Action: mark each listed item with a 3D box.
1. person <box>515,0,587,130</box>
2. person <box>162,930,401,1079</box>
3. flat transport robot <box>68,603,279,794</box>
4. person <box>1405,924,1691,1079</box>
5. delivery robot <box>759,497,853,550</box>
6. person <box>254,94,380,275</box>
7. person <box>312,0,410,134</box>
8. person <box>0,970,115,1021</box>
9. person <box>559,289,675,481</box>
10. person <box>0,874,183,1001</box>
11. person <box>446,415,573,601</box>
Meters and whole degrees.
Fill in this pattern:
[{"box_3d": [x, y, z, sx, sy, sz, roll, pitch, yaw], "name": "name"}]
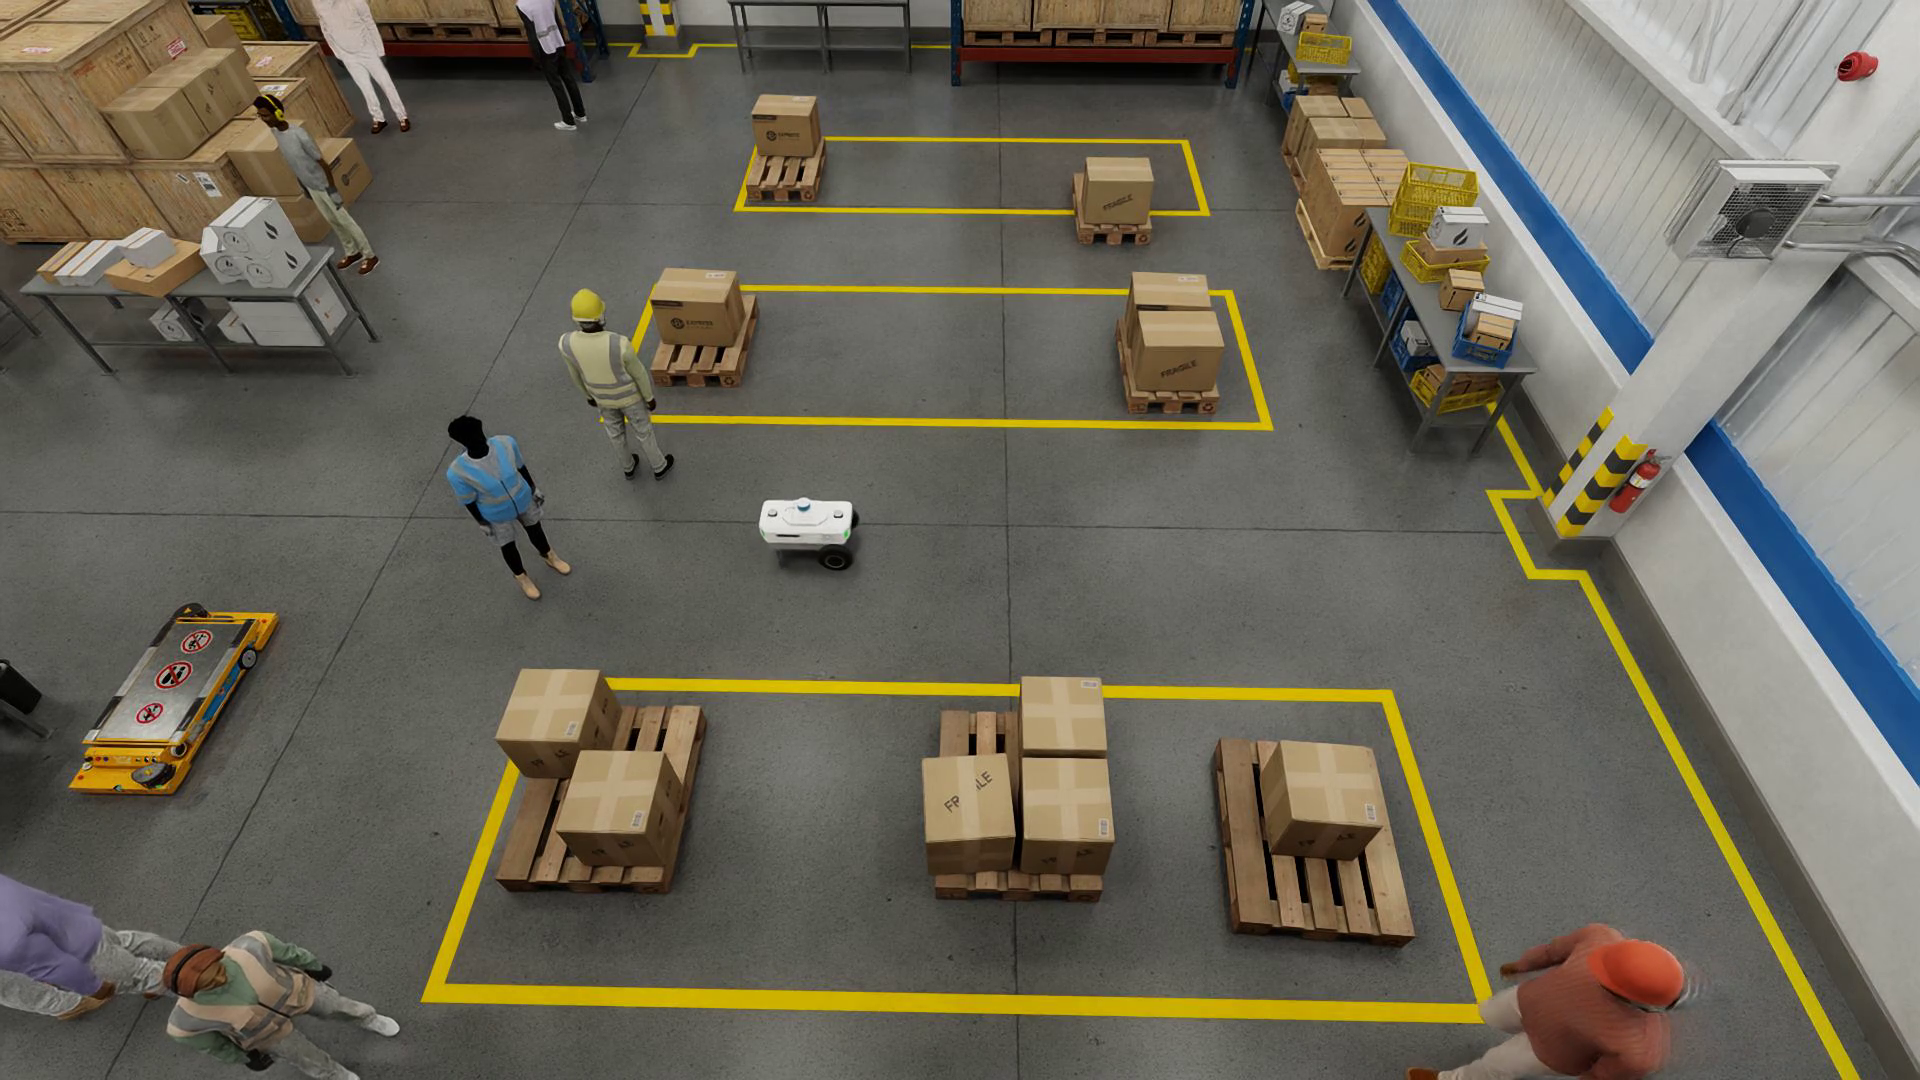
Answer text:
[{"box_3d": [-5.147, -6.158, 11.488, 0.378, 1.917, 0.598, 17, 52, 14], "name": "person"}, {"box_3d": [-3.337, 2.315, 4.507, 0.312, 1.633, 0.517, 17, 52, 14], "name": "person"}, {"box_3d": [-5.504, 1.072, 6.442, 0.652, 0.197, 1.431, 1, 50, 1], "name": "flat transport robot"}, {"box_3d": [2.830, 2.286, 4.308, 0.724, 1.967, 0.631, 5, 50, 4], "name": "person"}, {"box_3d": [-1.206, -0.137, 7.221, 0.707, 0.478, 0.477, 1, 50, 1], "name": "delivery robot"}, {"box_3d": [-6.555, -3.594, 9.353, 0.517, 1.868, 0.334, 19, 52, 16], "name": "person"}, {"box_3d": [-7.497, -6.074, 11.425, 0.642, 1.909, 0.410, -5, 50, -4], "name": "person"}, {"box_3d": [-5.135, 1.994, 4.639, 0.625, 1.846, 0.429, 37, 59, 27], "name": "person"}, {"box_3d": [-2.740, -1.196, 7.346, 0.599, 1.829, 0.404, 3, 50, 3], "name": "person"}, {"box_3d": [-4.458, 2.042, 4.552, 0.643, 1.927, 0.389, 28, 55, 22], "name": "person"}, {"box_3d": [-3.273, -0.250, 6.632, 0.322, 1.696, 0.536, 30, 56, 23], "name": "person"}]
